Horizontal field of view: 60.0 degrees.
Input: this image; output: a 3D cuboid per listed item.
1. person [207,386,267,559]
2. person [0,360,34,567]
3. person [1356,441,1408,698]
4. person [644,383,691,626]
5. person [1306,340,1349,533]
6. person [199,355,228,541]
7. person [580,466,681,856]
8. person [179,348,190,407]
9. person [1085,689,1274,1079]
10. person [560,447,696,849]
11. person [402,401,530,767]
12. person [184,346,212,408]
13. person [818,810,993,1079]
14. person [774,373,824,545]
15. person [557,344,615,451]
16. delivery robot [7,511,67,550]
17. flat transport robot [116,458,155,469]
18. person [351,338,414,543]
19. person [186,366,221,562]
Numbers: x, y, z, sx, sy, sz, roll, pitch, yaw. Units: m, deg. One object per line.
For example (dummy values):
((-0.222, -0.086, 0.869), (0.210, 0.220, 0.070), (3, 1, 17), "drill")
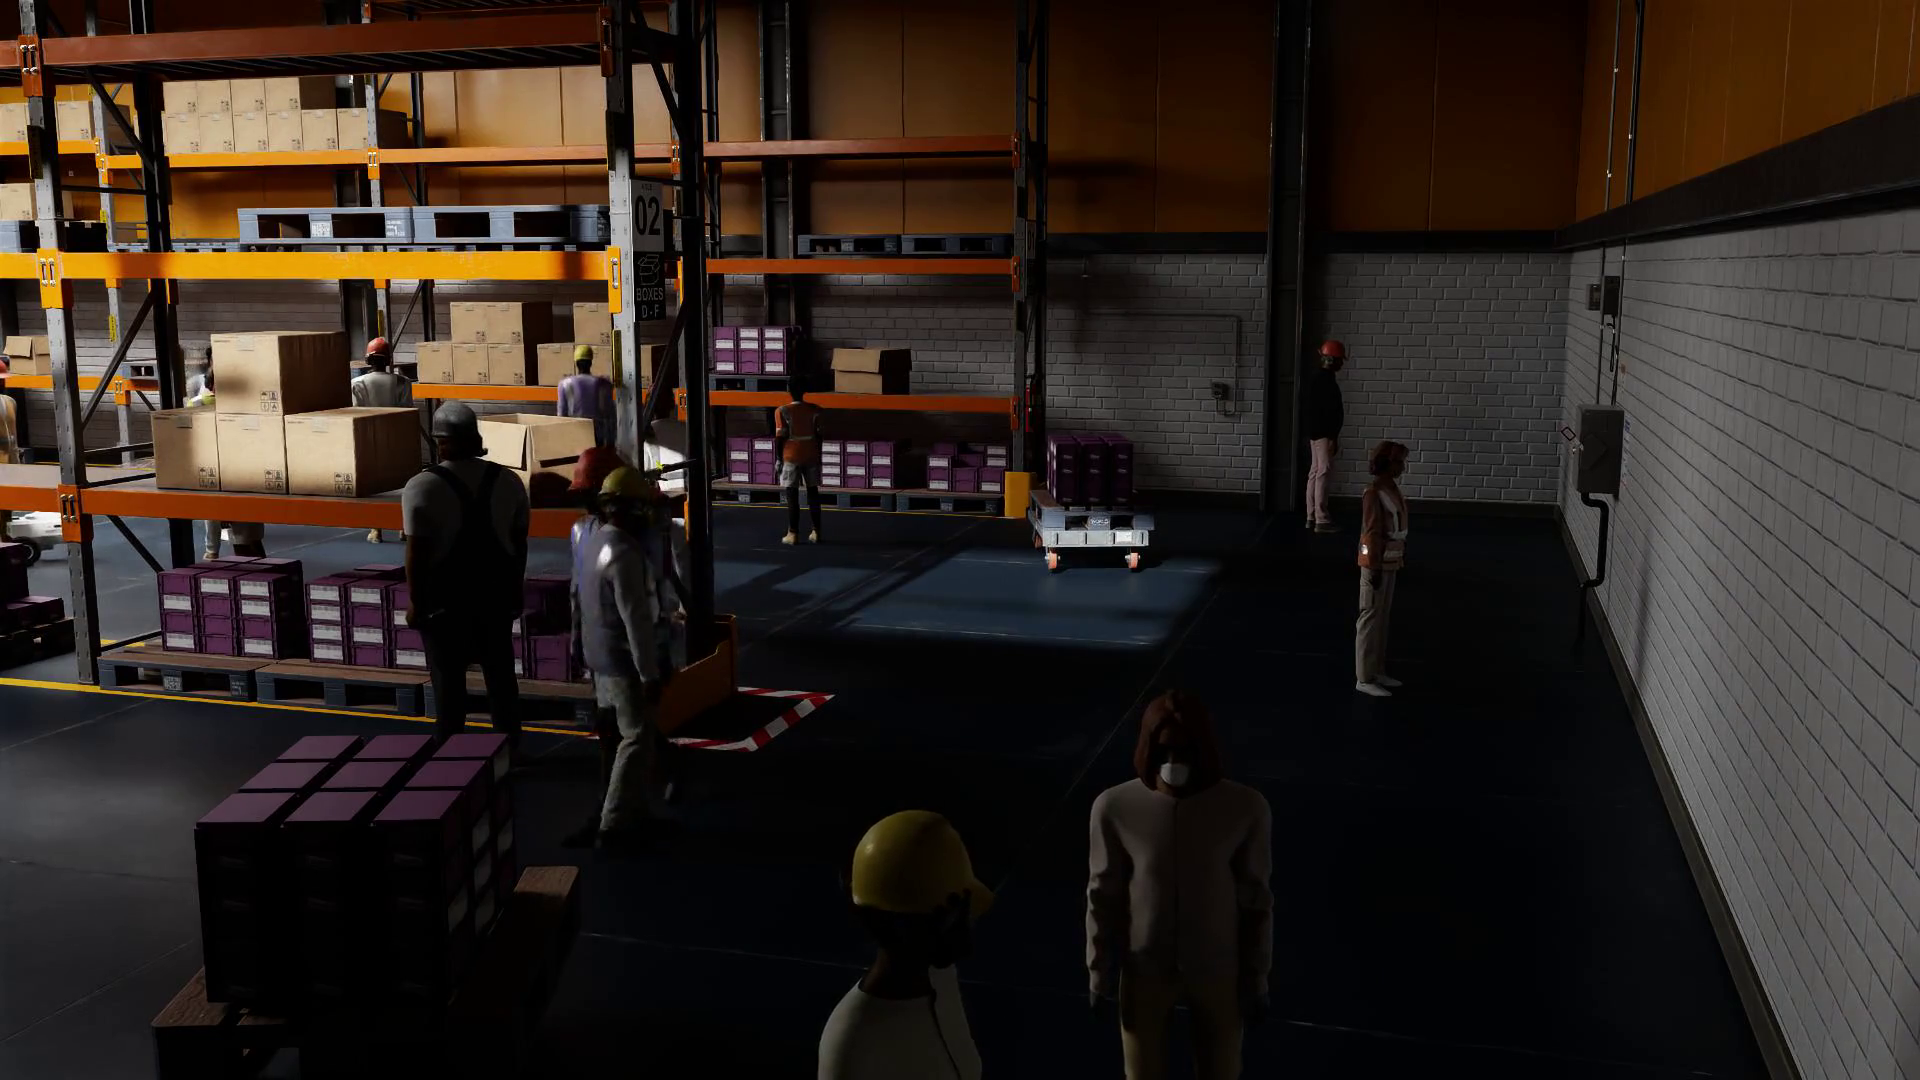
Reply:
((-5.521, -0.305, 12.734), (0.360, 1.939, 0.543), (0, 9, -1), "person")
((-8.673, -0.680, 15.019), (0.375, 1.939, 0.546), (2, 10, 12), "person")
((2.713, 0.177, 10.707), (0.308, 1.640, 0.511), (5, 11, 28), "person")
((-2.237, -0.255, 12.591), (0.587, 1.882, 0.341), (-9, 13, -44), "person")
((3.814, -1.074, 17.279), (0.392, 1.985, 0.610), (-1, 9, -4), "person")
((-7.401, -0.951, 16.776), (0.403, 1.904, 0.652), (-2, 10, -12), "person")
((-1.564, 0.558, 7.868), (0.423, 1.801, 0.646), (-4, 10, -23), "person")
((-9.186, -1.408, 19.742), (0.599, 1.845, 0.578), (0, 9, -2), "person")
((0.594, 1.197, 4.544), (0.509, 1.623, 0.293), (1, 9, 8), "person")
((-1.623, 0.475, 8.127), (0.544, 1.904, 0.926), (7, 11, 35), "person")
((-2.699, 0.255, 9.007), (0.690, 2.000, 0.538), (-7, 12, -38), "person")
((-8.134, -1.164, 18.103), (1.042, 1.898, 0.690), (7, 11, 35), "person")
((-0.096, 1.358, 3.118), (0.320, 1.769, 0.523), (3, 10, 19), "person")
((-1.589, -0.797, 16.463), (0.536, 1.696, 0.322), (-5, 11, -29), "person")
((-4.035, -1.140, 17.876), (0.630, 1.925, 0.387), (-4, 10, -22), "person")
((-8.504, -0.116, 15.505), (0.707, 0.478, 0.477), (-6, 11, -35), "delivery robot")
((-10.405, -0.887, 21.350), (0.652, 0.197, 1.431), (-1, 9, -4), "flat transport robot")
((-5.751, -0.990, 16.592), (0.614, 2.043, 0.374), (-5, 10, -26), "person")
((-6.899, -0.714, 15.566), (0.625, 1.834, 0.430), (-7, 11, -36), "person")
